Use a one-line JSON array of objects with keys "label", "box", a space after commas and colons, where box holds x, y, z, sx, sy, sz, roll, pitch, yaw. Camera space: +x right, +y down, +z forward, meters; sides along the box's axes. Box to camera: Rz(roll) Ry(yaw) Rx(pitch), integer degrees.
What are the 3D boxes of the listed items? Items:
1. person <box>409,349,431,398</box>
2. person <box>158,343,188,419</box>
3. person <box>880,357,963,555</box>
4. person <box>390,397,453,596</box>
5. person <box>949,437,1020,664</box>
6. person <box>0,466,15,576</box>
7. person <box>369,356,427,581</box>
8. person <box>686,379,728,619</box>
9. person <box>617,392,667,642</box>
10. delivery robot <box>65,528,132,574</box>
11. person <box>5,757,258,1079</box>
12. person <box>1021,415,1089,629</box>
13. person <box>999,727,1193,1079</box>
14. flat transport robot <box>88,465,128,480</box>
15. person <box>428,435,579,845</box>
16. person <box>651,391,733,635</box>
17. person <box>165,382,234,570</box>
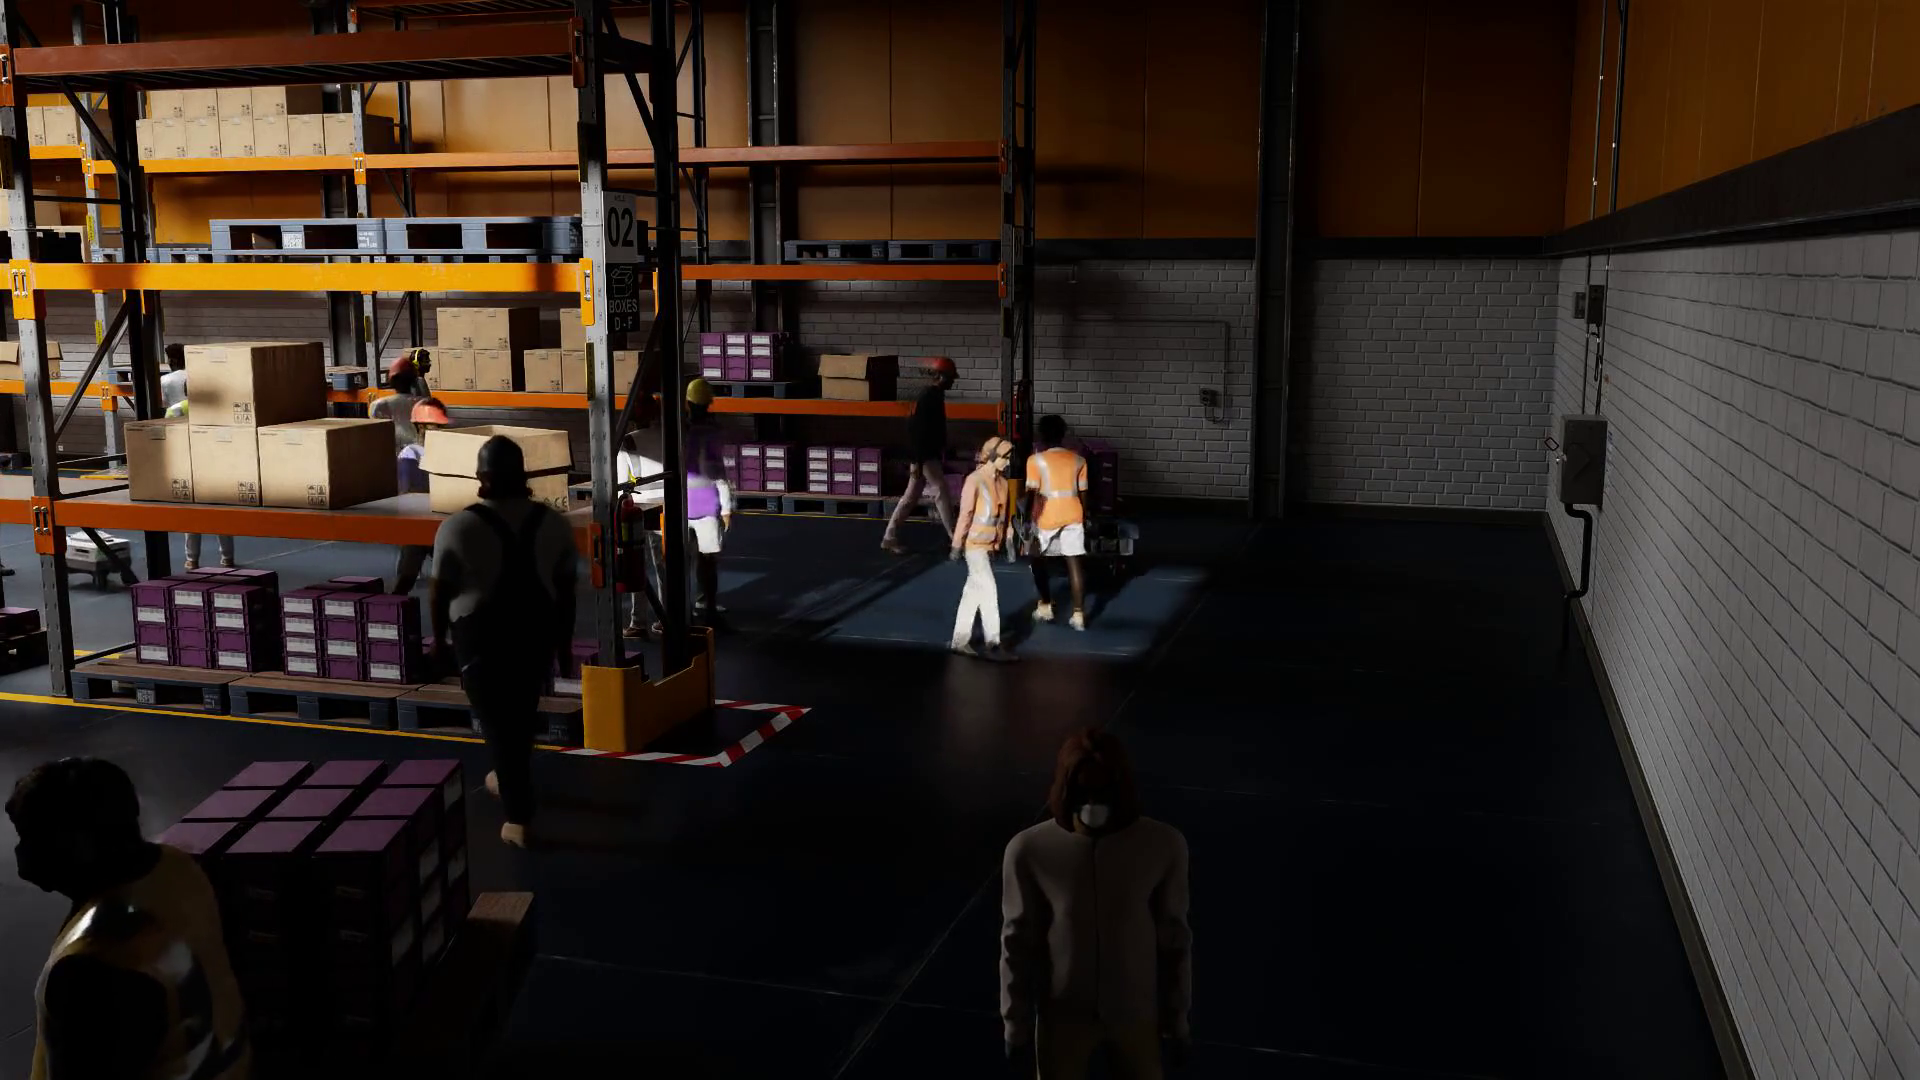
[{"label": "person", "box": [-6.212, -1.274, 19.259, 0.329, 1.872, 0.508, -1, 9, -7]}, {"label": "person", "box": [-9.050, -1.308, 19.270, 0.855, 1.932, 0.641, 8, 12, 39]}, {"label": "person", "box": [-0.297, -0.810, 16.231, 1.051, 1.927, 0.651, -1, 9, -3]}, {"label": "person", "box": [-3.780, -0.077, 11.936, 1.012, 1.881, 0.545, 3, 10, 18]}, {"label": "person", "box": [0.222, 0.074, 11.830, 0.732, 1.598, 0.578, 5, 11, 30]}, {"label": "person", "box": [-8.793, -0.599, 14.948, 0.377, 1.932, 0.552, 2, 9, 10]}, {"label": "person", "box": [-4.946, -0.630, 14.857, 0.636, 2.024, 0.423, -5, 11, -29]}, {"label": "person", "box": [-2.096, -0.335, 13.383, 0.388, 1.920, 0.590, 7, 12, 38]}, {"label": "person", "box": [-2.369, -0.176, 12.532, 0.584, 1.882, 0.349, -9, 13, -44]}, {"label": "delivery robot", "box": [-7.652, 0.091, 14.656, 0.707, 0.478, 0.477, 5, 11, 29]}, {"label": "person", "box": [-1.800, 1.341, 3.589, 0.926, 1.789, 0.651, -3, 10, -18]}, {"label": "person", "box": [0.741, -0.146, 13.005, 0.635, 1.653, 0.650, -4, 10, -24]}, {"label": "person", "box": [0.360, 1.283, 4.426, 0.512, 1.622, 0.290, 0, 9, 0]}, {"label": "flat transport robot", "box": [-10.592, -0.796, 21.208, 0.652, 0.197, 1.431, 0, 9, -1]}, {"label": "person", "box": [-2.287, 0.439, 8.301, 0.686, 2.000, 1.006, -7, 12, -38]}, {"label": "person", "box": [-2.029, -0.197, 12.694, 0.664, 1.884, 0.362, 2, 9, 11]}, {"label": "person", "box": [-7.057, -0.639, 15.523, 0.621, 1.835, 0.432, -6, 11, -32]}]
